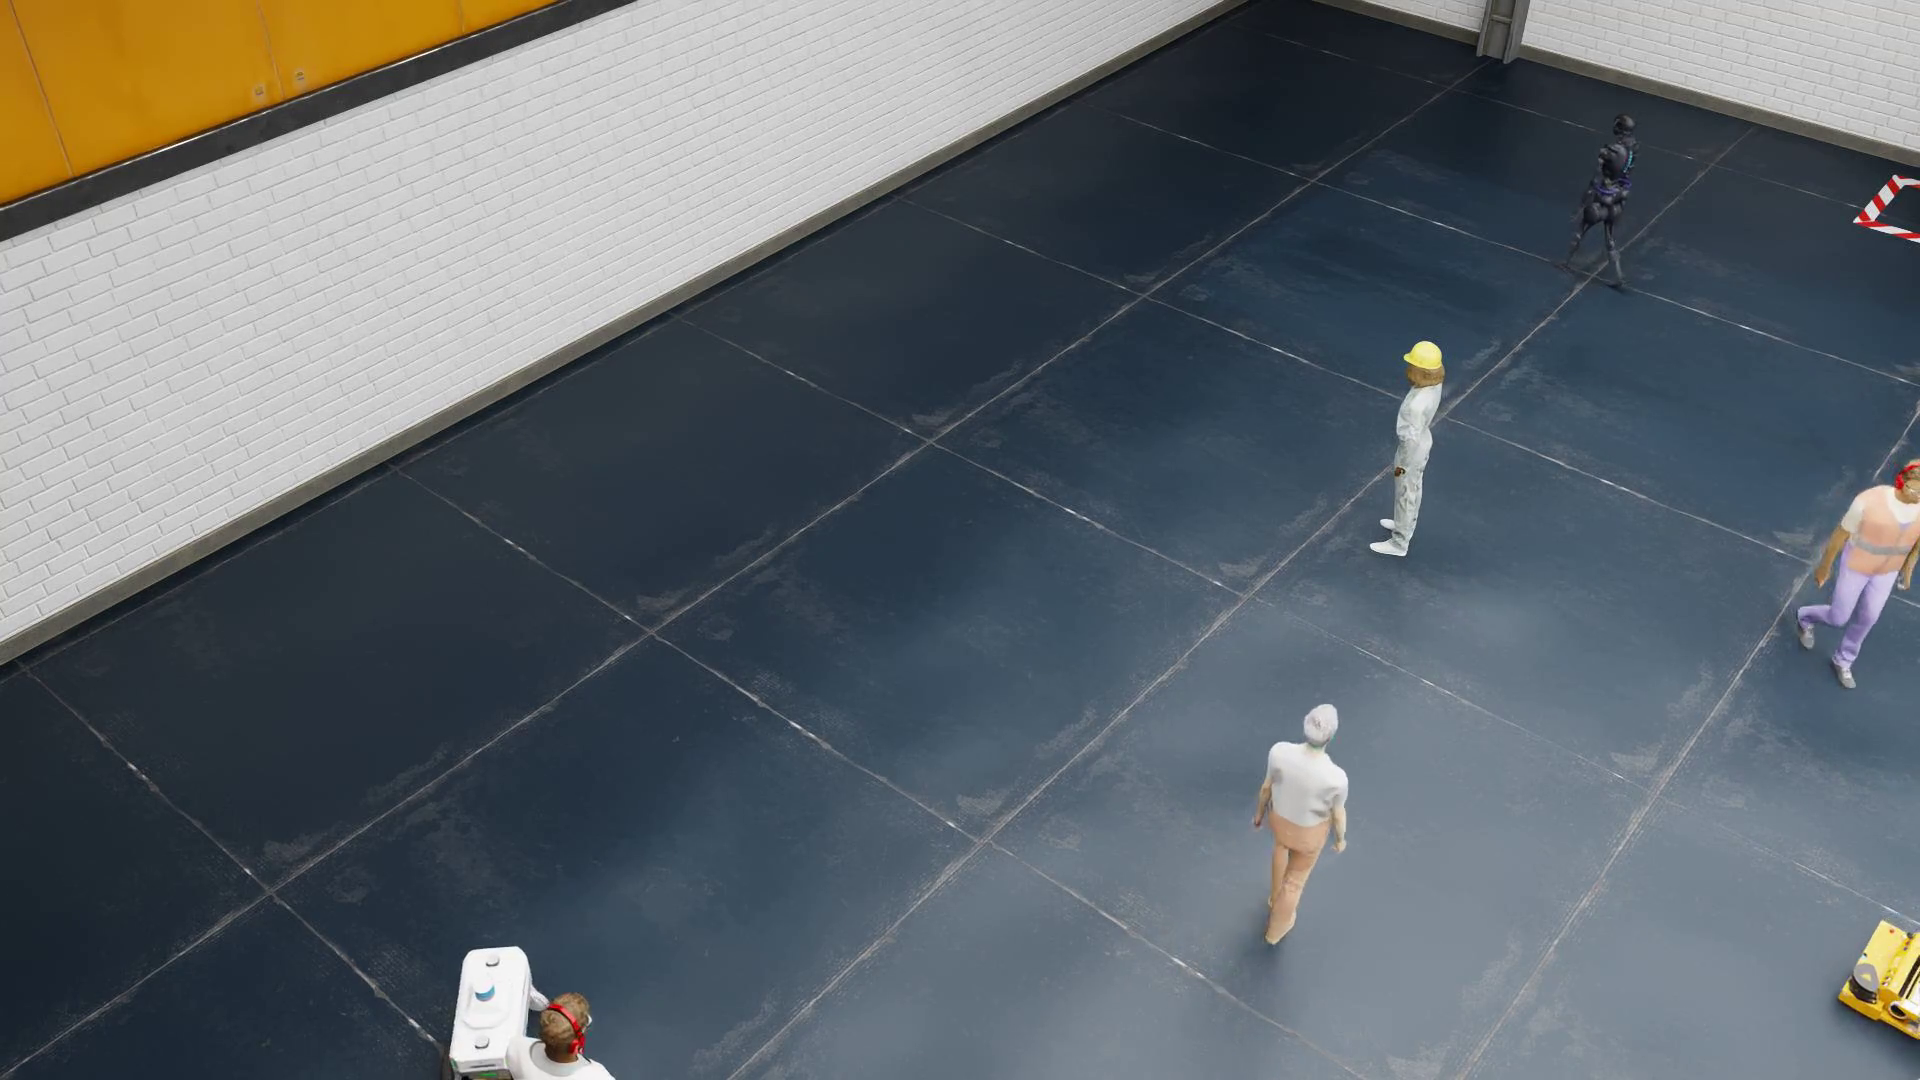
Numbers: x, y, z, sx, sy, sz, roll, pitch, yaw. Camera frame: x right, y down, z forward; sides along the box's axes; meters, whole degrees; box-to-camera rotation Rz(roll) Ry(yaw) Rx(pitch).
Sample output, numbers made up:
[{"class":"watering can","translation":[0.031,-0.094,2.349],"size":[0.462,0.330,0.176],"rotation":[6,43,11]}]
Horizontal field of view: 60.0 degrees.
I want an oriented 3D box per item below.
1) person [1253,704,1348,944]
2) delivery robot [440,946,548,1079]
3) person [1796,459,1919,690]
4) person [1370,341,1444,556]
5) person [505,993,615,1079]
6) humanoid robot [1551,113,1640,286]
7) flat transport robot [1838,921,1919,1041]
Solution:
[{"class":"person","translation":[1.927,1.522,9.228],"size":[0.511,1.731,0.601],"rotation":[27,46,29]},{"class":"delivery robot","translation":[-2.478,2.588,8.862],"size":[0.526,0.614,0.785],"rotation":[-4,39,-5]},{"class":"person","translation":[5.914,0.145,10.867],"size":[0.604,1.817,0.524],"rotation":[-2,39,-2]},{"class":"person","translation":[3.218,-0.659,11.929],"size":[0.320,1.742,0.492],"rotation":[17,42,20]},{"class":"person","translation":[-1.748,2.743,7.637],"size":[0.571,1.833,0.399],"rotation":[15,41,18]},{"class":"humanoid robot","translation":[5.850,-3.058,14.999],"size":[0.599,1.640,0.767],"rotation":[-21,44,-24]},{"class":"flat transport robot","translation":[5.627,2.635,9.015],"size":[1.431,0.231,0.659],"rotation":[29,47,31]}]
